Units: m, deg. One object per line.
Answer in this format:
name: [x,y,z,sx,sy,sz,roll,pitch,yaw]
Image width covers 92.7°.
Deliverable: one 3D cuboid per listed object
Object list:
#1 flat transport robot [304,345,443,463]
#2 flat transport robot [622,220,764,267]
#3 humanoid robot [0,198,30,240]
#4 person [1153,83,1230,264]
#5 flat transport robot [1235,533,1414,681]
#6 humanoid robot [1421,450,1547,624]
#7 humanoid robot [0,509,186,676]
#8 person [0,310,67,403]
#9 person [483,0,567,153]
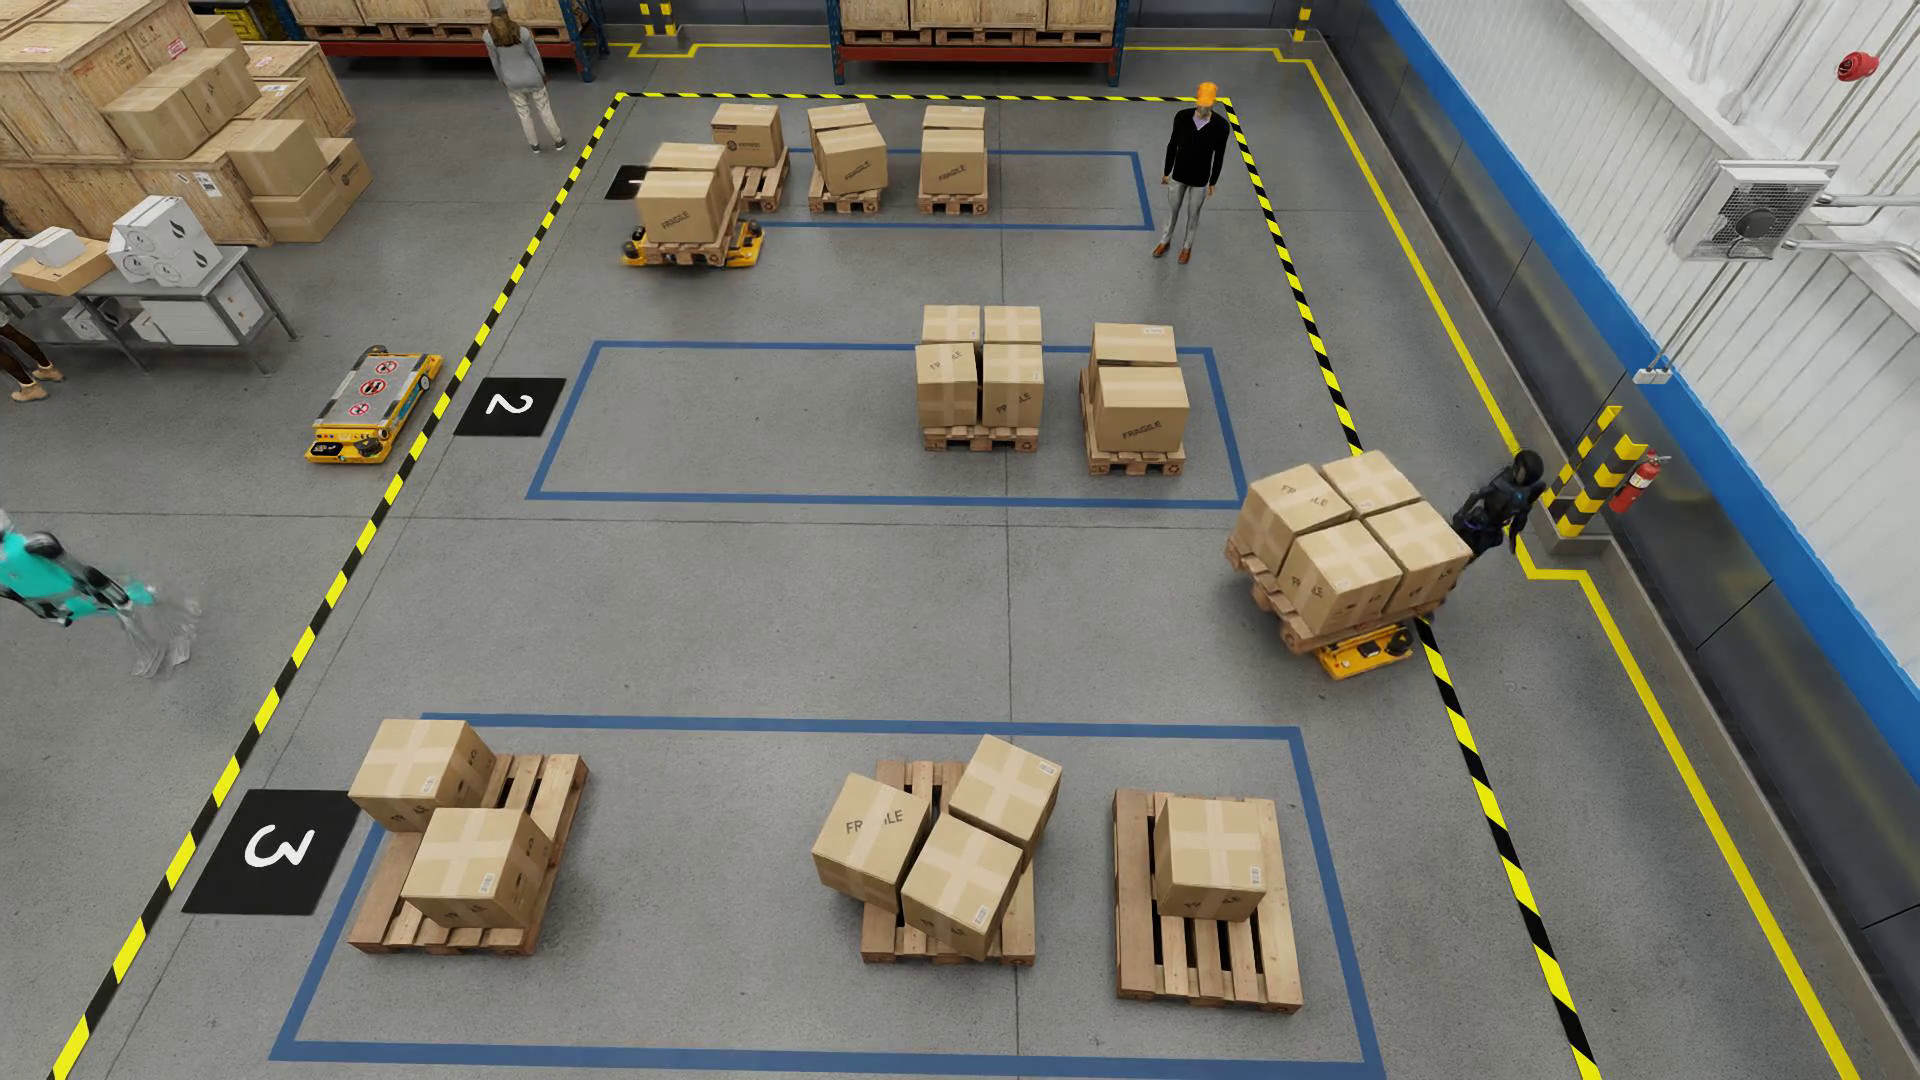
flat transport robot: [-5.383,-1.269,8.441,0.659,0.231,1.431,1,50,1]
flat transport robot: [-2.940,-3.302,10.143,1.431,0.197,0.652,1,50,1]
humanoid robot: [-10.115,-3.450,9.393,0.749,1.637,0.608,8,50,7]
person: [2.385,-3.775,9.503,0.591,1.882,0.372,22,53,18]
flat transport robot: [2.768,0.368,7.038,0.652,0.197,1.431,-15,51,-13]
humanoid robot: [3.681,-0.049,6.491,0.595,1.643,0.426,-7,50,-6]
humanoid robot: [-5.825,0.256,6.101,0.533,1.678,0.736,-12,51,-10]
person: [-8.753,-2.078,7.964,0.374,2.044,0.604,2,50,2]
person: [-5.304,-5.600,11.125,0.560,1.765,0.400,-10,50,-8]
